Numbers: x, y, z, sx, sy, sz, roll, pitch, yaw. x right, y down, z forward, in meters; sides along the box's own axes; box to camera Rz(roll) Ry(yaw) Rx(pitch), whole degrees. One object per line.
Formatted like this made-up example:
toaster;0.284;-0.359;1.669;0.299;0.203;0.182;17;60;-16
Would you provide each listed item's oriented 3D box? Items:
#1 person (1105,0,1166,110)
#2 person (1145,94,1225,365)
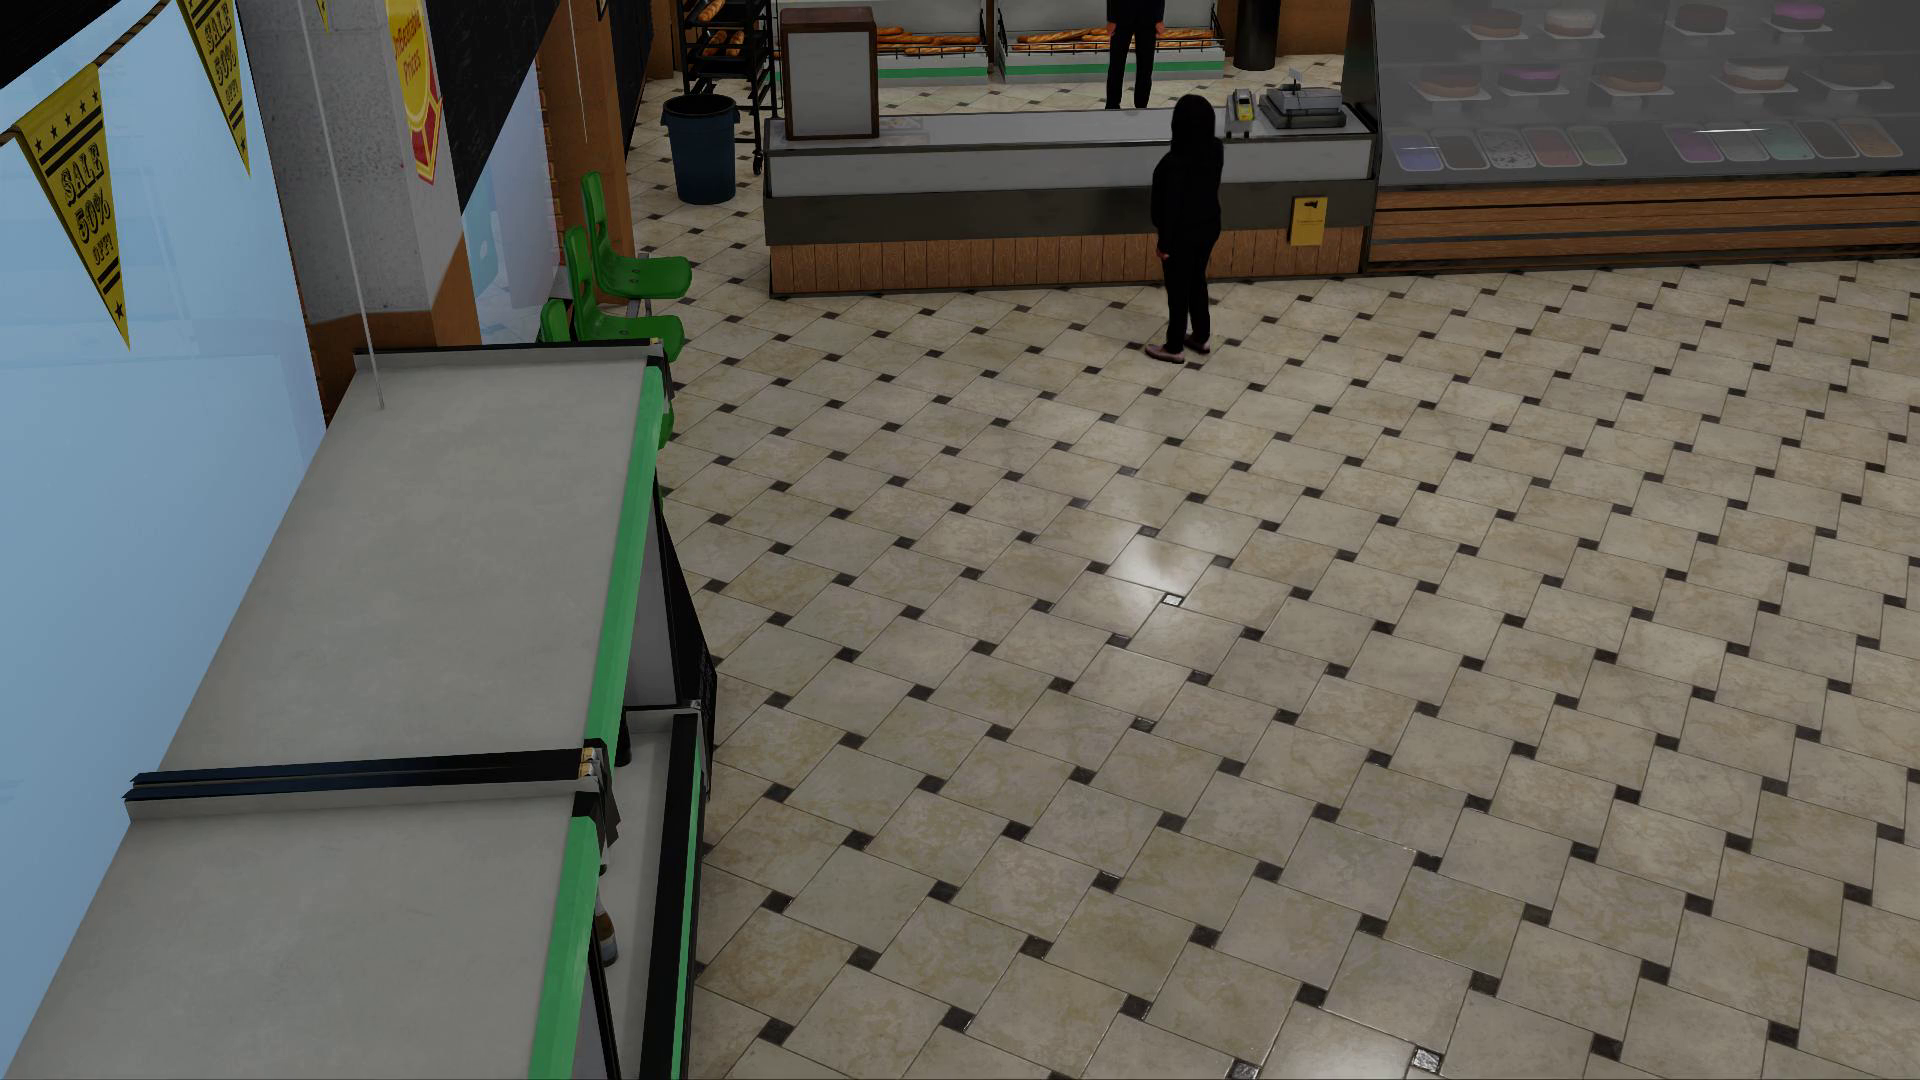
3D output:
person;1.423;-4.245;13.475;0.624;1.868;0.565;-2;32;-4
person;1.366;-1.826;9.825;0.821;1.617;0.760;24;39;33
